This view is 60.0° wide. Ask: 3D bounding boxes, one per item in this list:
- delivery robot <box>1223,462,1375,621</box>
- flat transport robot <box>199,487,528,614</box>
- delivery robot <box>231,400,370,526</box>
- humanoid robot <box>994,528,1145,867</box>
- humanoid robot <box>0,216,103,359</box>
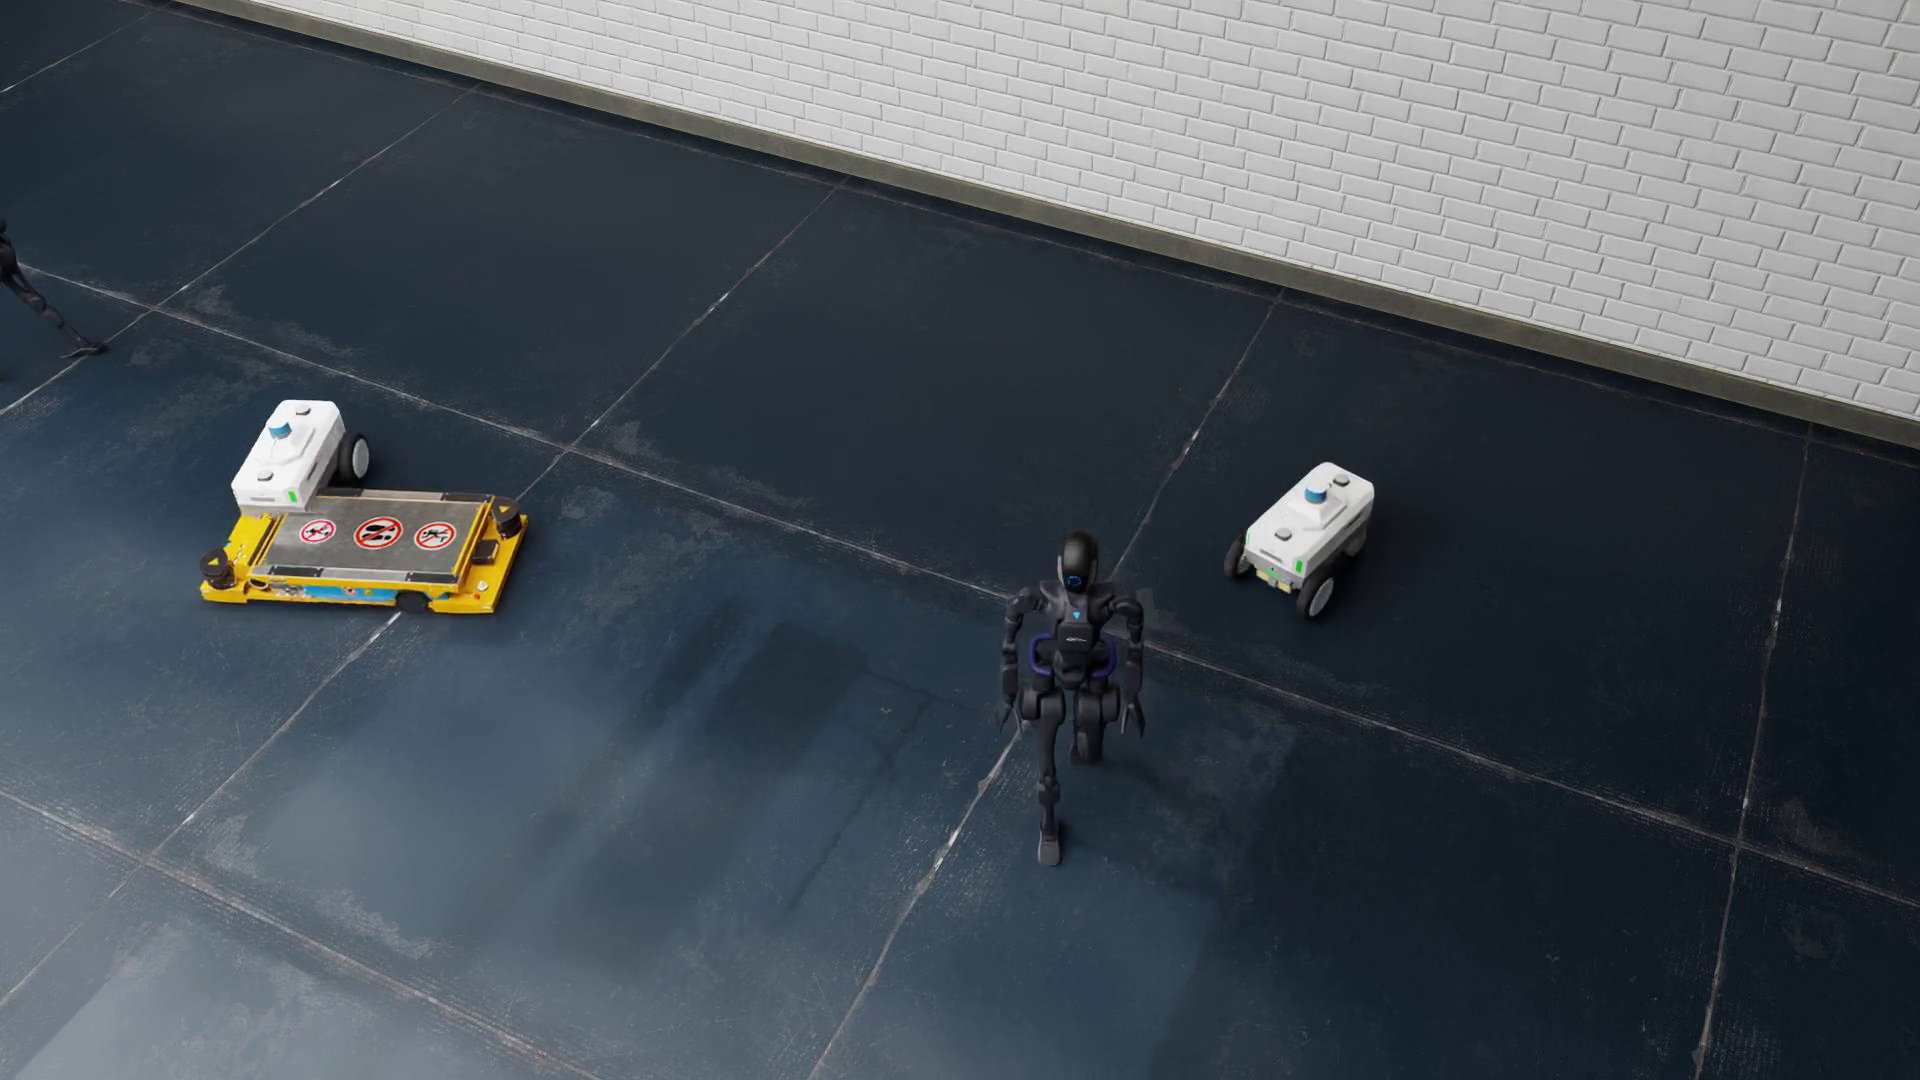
[{"bbox_3d":[1.681,-0.025,8.084,0.499,0.611,0.814,31,51,29],"label":"delivery robot"},{"bbox_3d":[-2.927,0.047,8.204,1.431,0.231,0.659,3,43,3],"label":"flat transport robot"},{"bbox_3d":[-3.377,-0.388,8.477,0.510,0.613,0.784,3,43,3],"label":"delivery robot"},{"bbox_3d":[0.442,0.548,6.652,0.609,1.646,0.693,1,43,1],"label":"humanoid robot"},{"bbox_3d":[-5.322,-1.578,8.958,0.807,1.614,0.583,-8,43,-9],"label":"humanoid robot"}]
